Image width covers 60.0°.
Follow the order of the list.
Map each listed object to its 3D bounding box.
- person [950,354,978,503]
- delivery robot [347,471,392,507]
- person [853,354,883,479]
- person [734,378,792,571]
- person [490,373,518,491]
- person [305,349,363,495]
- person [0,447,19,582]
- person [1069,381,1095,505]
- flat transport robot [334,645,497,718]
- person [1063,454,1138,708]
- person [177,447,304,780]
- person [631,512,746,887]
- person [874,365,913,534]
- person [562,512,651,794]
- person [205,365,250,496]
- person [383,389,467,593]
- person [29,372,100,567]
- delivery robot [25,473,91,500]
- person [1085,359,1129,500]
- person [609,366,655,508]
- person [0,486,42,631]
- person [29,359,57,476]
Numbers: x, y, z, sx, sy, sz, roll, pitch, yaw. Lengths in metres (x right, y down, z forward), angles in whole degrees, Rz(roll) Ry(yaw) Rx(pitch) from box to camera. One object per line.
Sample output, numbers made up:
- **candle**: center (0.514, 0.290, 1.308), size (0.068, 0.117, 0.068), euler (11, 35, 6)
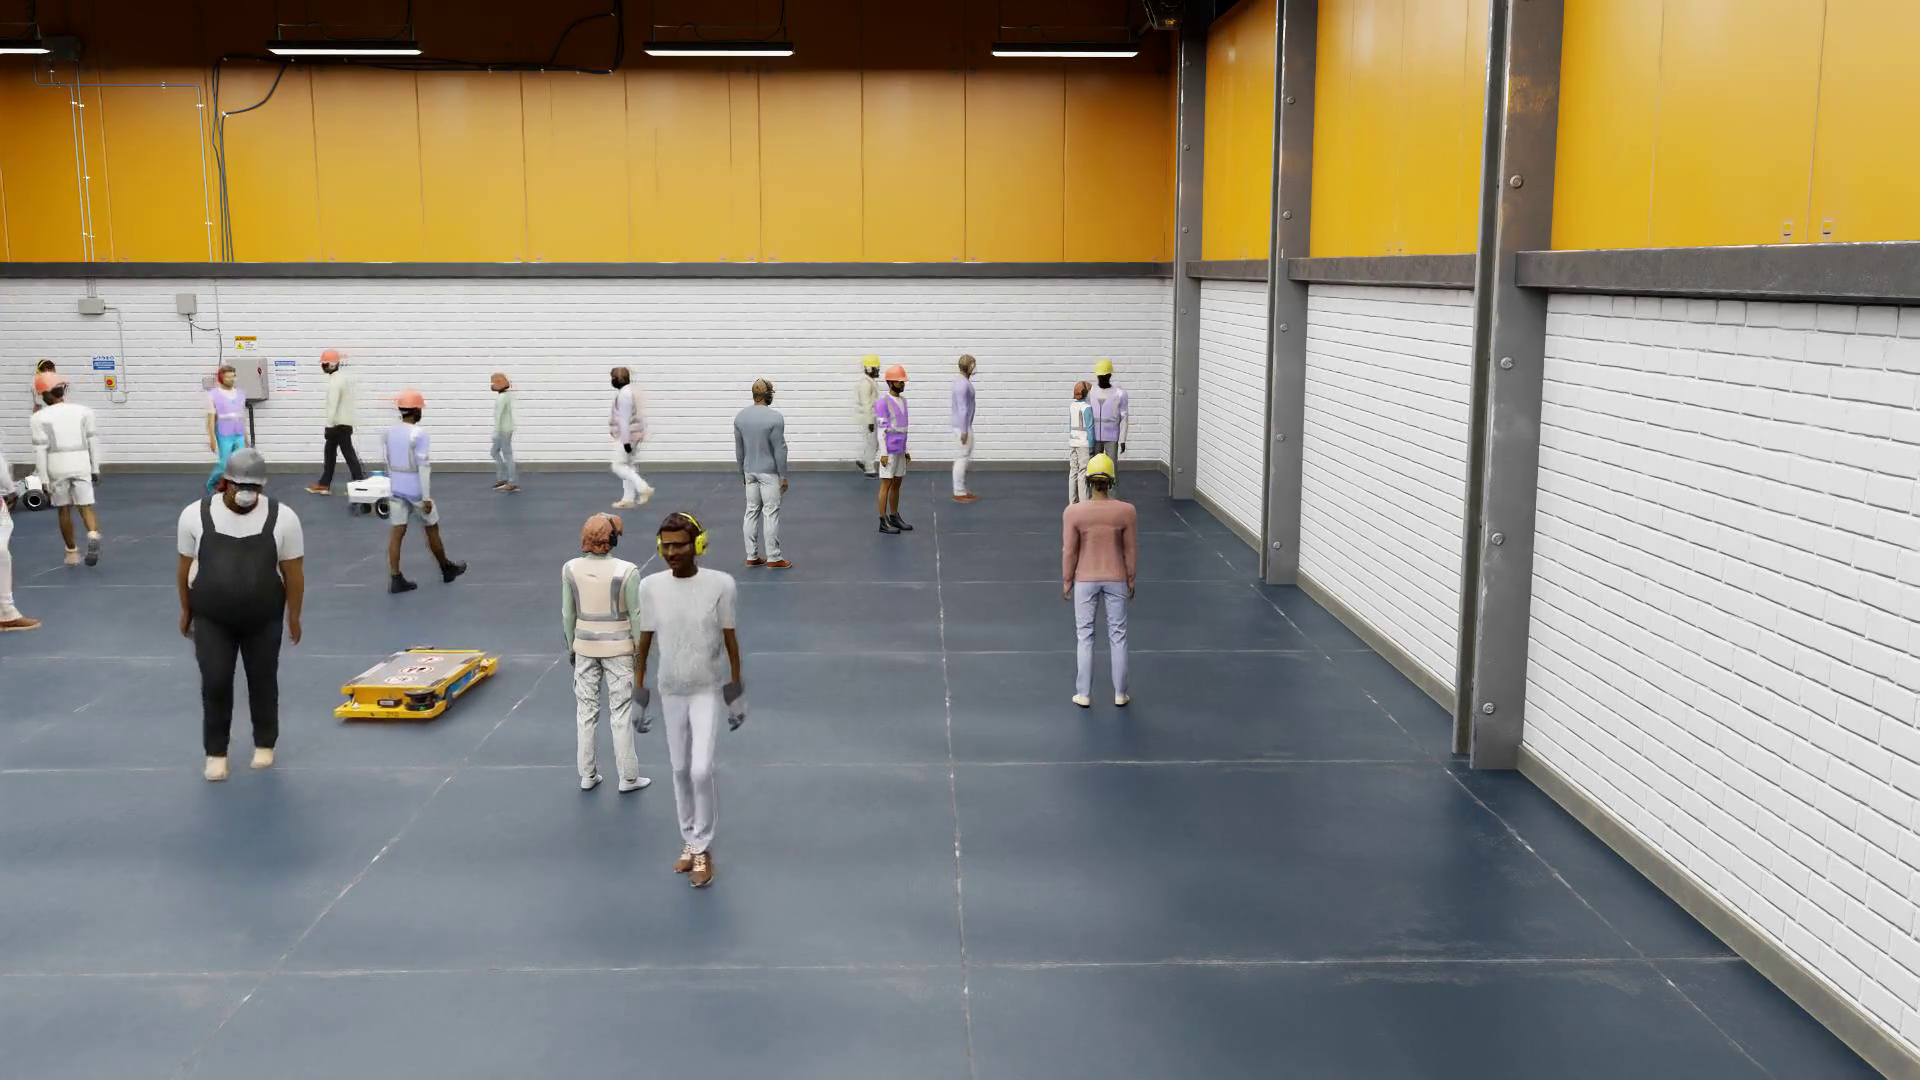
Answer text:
- **person**: center (0.050, -1.453, 21.647), size (0.359, 1.938, 0.635), euler (0, 9, 0)
- **delivery robot**: center (-7.137, -0.607, 20.401), size (0.707, 0.478, 0.477), euler (2, 9, 15)
- **person**: center (-1.281, -1.775, 23.993), size (0.423, 1.814, 0.612), euler (0, 9, 2)
- **person**: center (-1.984, -0.659, 16.777), size (0.628, 1.940, 0.373), euler (6, 11, 33)
- **person**: center (-6.302, -1.467, 22.688), size (0.521, 1.611, 0.529), euler (-1, 9, -7)
- **person**: center (-8.414, -1.555, 22.194), size (0.904, 1.956, 0.650), euler (-2, 9, -13)
- **person**: center (-9.327, -0.474, 15.904), size (0.578, 1.865, 0.450), euler (6, 11, 31)
- **person**: center (1.525, -1.163, 20.779), size (0.307, 1.641, 0.513), euler (-4, 10, -25)
- **flat transport robot**: center (-3.823, 0.990, 11.767), size (0.652, 0.197, 1.431), euler (0, 9, 2)
- **person**: center (0.966, 0.286, 11.508), size (0.523, 1.769, 0.322), euler (0, 9, 0)
- **person**: center (-4.291, 0.401, 9.965), size (0.713, 2.000, 0.698), euler (-4, 10, -24)
- **person**: center (-1.365, 0.784, 8.205), size (0.549, 1.847, 0.652), euler (1, 9, 8)
- **person**: center (-0.745, -1.047, 19.152), size (0.361, 1.940, 0.543), euler (5, 11, 30)
- **person**: center (-2.051, 0.657, 9.622), size (0.515, 1.641, 0.308), euler (2, 10, 14)
- **person**: center (-9.328, -1.315, 21.165), size (0.616, 1.825, 0.566), euler (5, 10, 27)
- **person**: center (-5.126, -0.481, 15.804), size (0.569, 1.896, 0.930), euler (4, 10, 24)
- **person**: center (-8.952, -0.688, 16.745), size (0.632, 2.015, 0.790), euler (-9, 13, -43)
- **delivery robot**: center (-11.419, -0.717, 21.078), size (0.707, 0.478, 0.477), euler (-2, 9, -15)
- **person**: center (1.782, -1.280, 20.628), size (0.594, 1.922, 0.386), euler (4, 10, 26)
- **person**: center (-4.169, -1.285, 20.977), size (0.508, 1.823, 0.622), euler (1, 9, 4)
- **person**: center (-8.139, -0.173, 13.705), size (0.778, 1.969, 0.630), euler (-4, 10, -25)
- **person**: center (-12.225, -1.503, 22.280), size (0.469, 1.831, 0.631), euler (-1, 9, -6)
